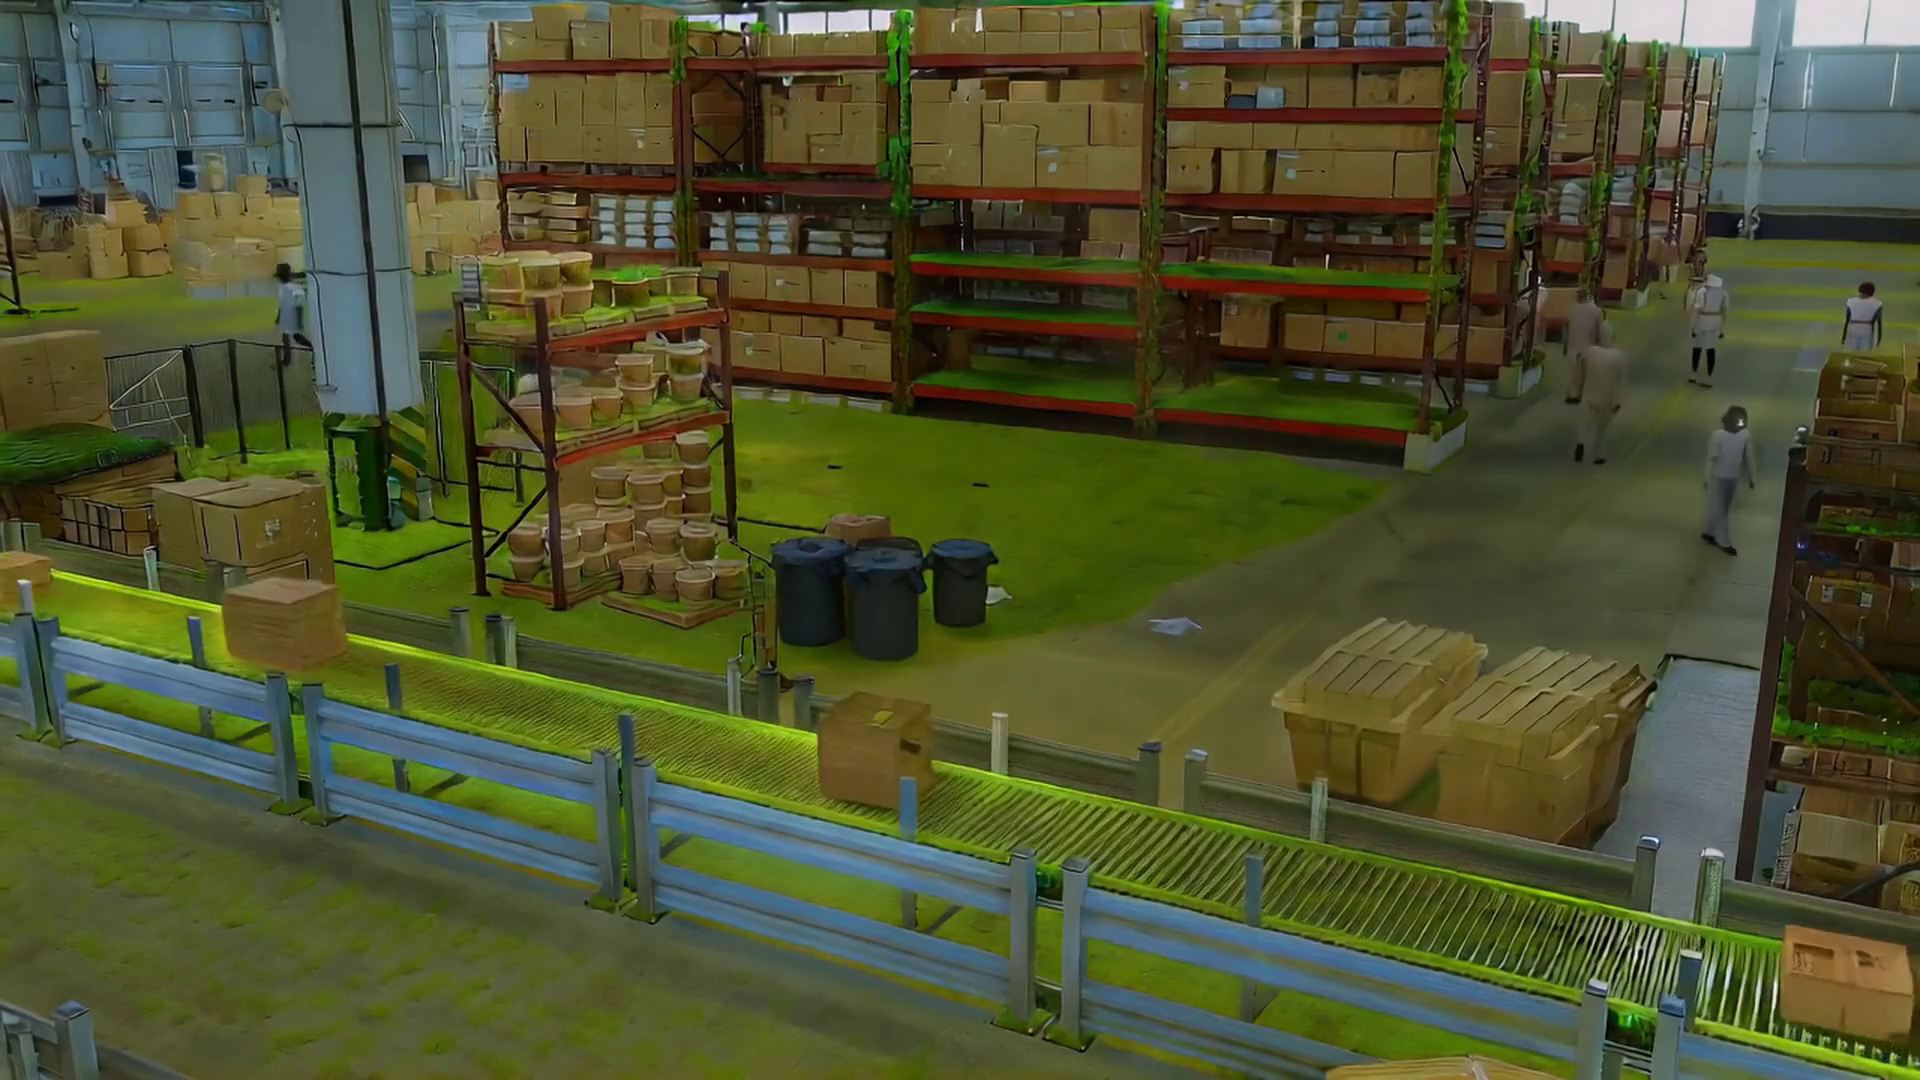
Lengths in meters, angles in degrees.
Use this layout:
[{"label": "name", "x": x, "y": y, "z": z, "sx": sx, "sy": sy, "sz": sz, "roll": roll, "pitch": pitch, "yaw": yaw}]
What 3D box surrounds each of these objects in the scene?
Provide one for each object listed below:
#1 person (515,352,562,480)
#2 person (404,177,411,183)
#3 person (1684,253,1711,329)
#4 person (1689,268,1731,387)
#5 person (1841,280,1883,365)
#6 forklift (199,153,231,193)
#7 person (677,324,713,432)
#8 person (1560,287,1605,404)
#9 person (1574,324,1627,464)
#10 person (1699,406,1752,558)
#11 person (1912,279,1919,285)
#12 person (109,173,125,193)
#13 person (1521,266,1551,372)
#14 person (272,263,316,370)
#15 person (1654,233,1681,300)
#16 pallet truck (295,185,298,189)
[{"label": "person", "x": -5.537, "y": -1.592, "z": 21.434, "sx": 0.887, "sy": 1.646, "sz": 0.548, "roll": 8, "pitch": 17, "yaw": 29}, {"label": "person", "x": -21.126, "y": -12.916, "z": 63.544, "sx": 0.959, "sy": 1.904, "sz": 0.643, "roll": -14, "pitch": 20, "yaw": -42}, {"label": "person", "x": 15.832, "y": -5.360, "z": 35.717, "sx": 0.530, "sy": 1.594, "sz": 0.861, "roll": 5, "pitch": 16, "yaw": 18}, {"label": "person", "x": 12.802, "y": -3.628, "z": 28.433, "sx": 0.625, "sy": 1.986, "sz": 0.879, "roll": 3, "pitch": 15, "yaw": 9}, {"label": "person", "x": 15.273, "y": -3.485, "z": 28.213, "sx": 0.582, "sy": 1.821, "sz": 0.713, "roll": 11, "pitch": 18, "yaw": 35}, {"label": "forklift", "x": -27.440, "y": -12.865, "z": 61.464, "sx": 1.873, "sy": 2.768, "sz": 1.129, "roll": 8, "pitch": 17, "yaw": 28}, {"label": "person", "x": -3.894, "y": -2.381, "z": 24.365, "sx": 0.541, "sy": 1.667, "sz": 0.751, "roll": 0, "pitch": 15, "yaw": 1}, {"label": "person", "x": 10.067, "y": -3.147, "z": 26.917, "sx": 0.974, "sy": 1.851, "sz": 0.656, "roll": -13, "pitch": 19, "yaw": -40}, {"label": "person", "x": 8.562, "y": -1.937, "z": 22.268, "sx": 0.656, "sy": 1.898, "sz": 0.521, "roll": 10, "pitch": 18, "yaw": 34}, {"label": "person", "x": 8.336, "y": -0.657, "z": 18.066, "sx": 0.515, "sy": 1.617, "sz": 0.726, "roll": -5, "pitch": 16, "yaw": -18}, {"label": "person", "x": 25.682, "y": -7.587, "z": 43.716, "sx": 0.959, "sy": 1.793, "sz": 0.641, "roll": 2, "pitch": 15, "yaw": 8}, {"label": "person", "x": -33.394, "y": -13.581, "z": 65.959, "sx": 0.543, "sy": 1.939, "sz": 0.360, "roll": -9, "pitch": 17, "yaw": -30}, {"label": "person", "x": 10.209, "y": -3.976, "z": 29.917, "sx": 0.872, "sy": 1.911, "sz": 0.631, "roll": 10, "pitch": 18, "yaw": 34}, {"label": "person", "x": -12.154, "y": -4.097, "z": 30.333, "sx": 0.960, "sy": 1.936, "sz": 0.601, "roll": -13, "pitch": 20, "yaw": -41}, {"label": "person", "x": 17.336, "y": -6.685, "z": 40.661, "sx": 0.620, "sy": 1.595, "sz": 0.674, "roll": -3, "pitch": 15, "yaw": -13}, {"label": "pallet truck", "x": -26.804, "y": -14.617, "z": 69.738, "sx": 1.885, "sy": 1.965, "sz": 0.823, "roll": -14, "pitch": 20, "yaw": -42}]
